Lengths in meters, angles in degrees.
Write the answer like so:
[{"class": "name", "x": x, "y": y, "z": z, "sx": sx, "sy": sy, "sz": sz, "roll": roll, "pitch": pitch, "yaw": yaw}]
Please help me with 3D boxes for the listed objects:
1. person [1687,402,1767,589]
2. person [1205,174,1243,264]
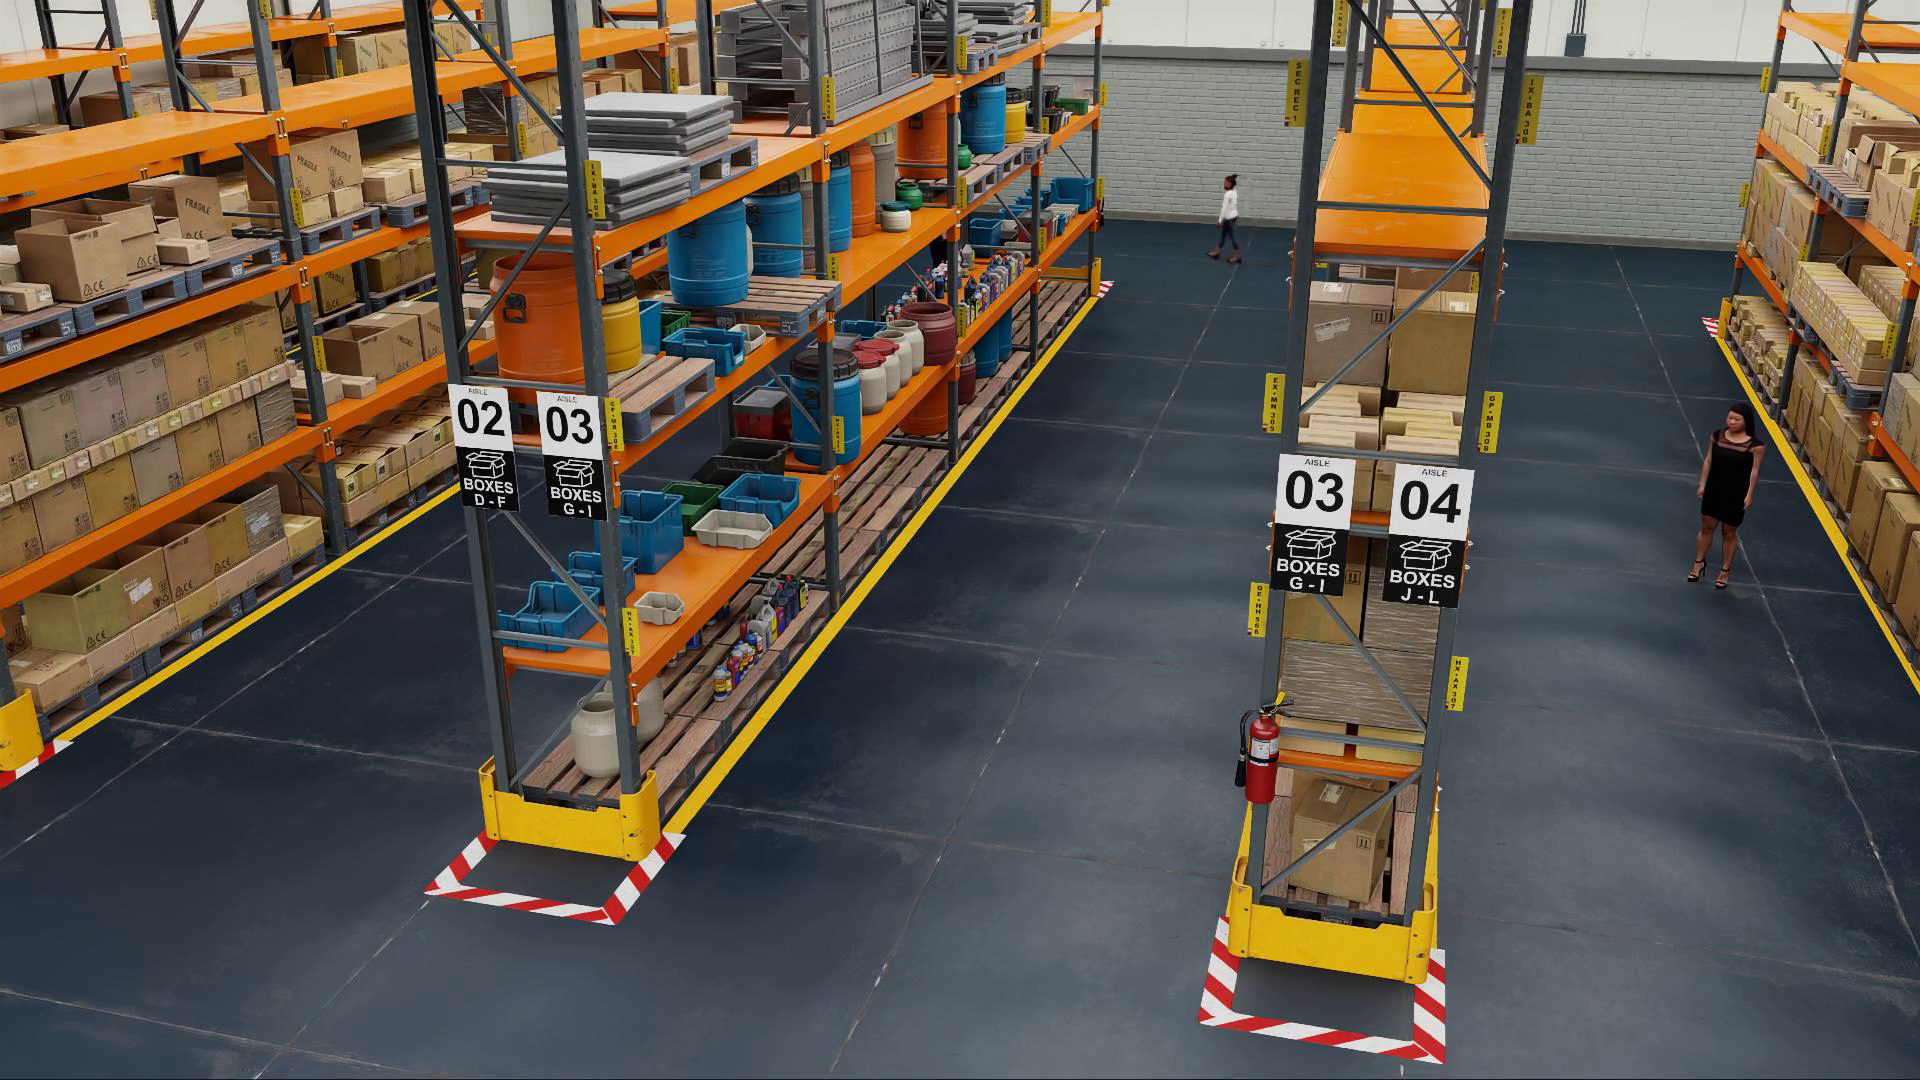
[{"class": "person", "x": 6.845, "y": -0.408, "z": 14.861, "sx": 0.764, "sy": 1.718, "sz": 0.748, "roll": -21, "pitch": 30, "yaw": -41}, {"class": "person", "x": 4.439, "y": -5.186, "z": 26.928, "sx": 0.696, "sy": 1.428, "sz": 0.847, "roll": 10, "pitch": 24, "yaw": 23}]
